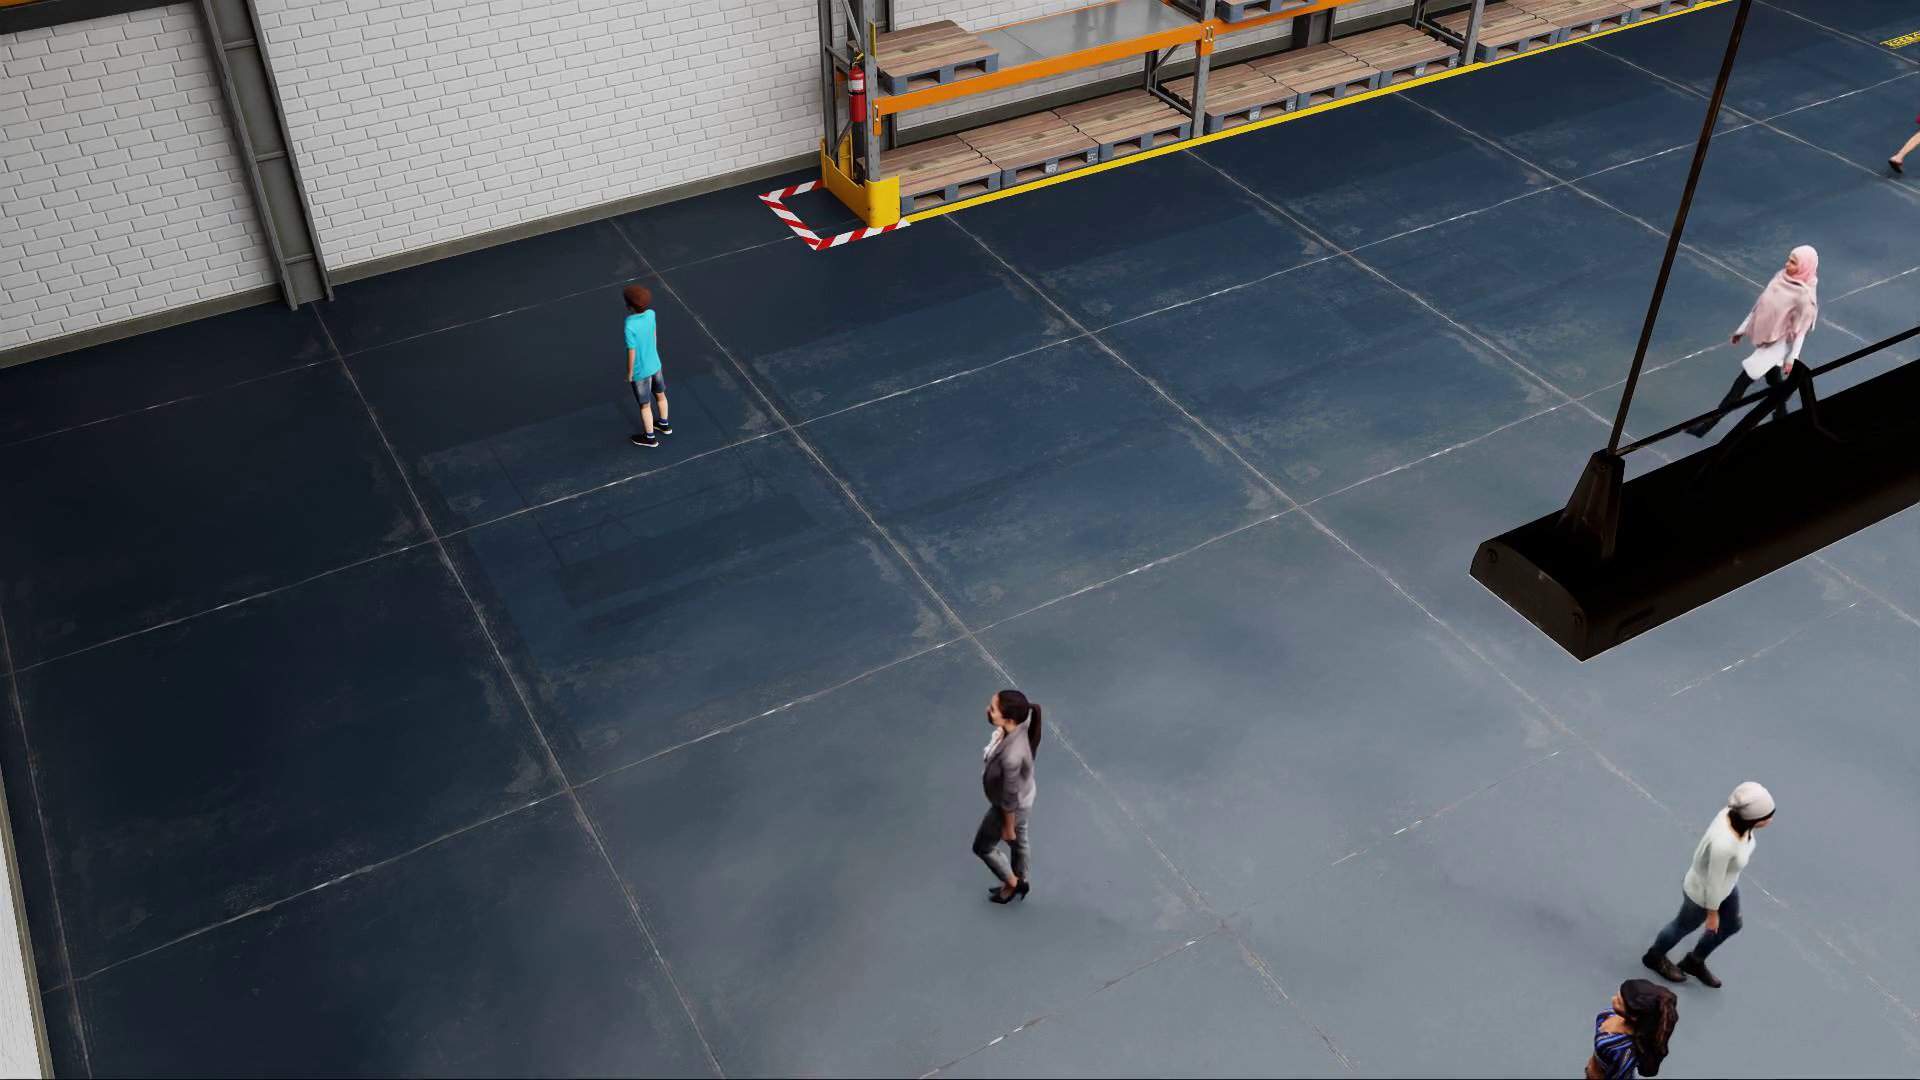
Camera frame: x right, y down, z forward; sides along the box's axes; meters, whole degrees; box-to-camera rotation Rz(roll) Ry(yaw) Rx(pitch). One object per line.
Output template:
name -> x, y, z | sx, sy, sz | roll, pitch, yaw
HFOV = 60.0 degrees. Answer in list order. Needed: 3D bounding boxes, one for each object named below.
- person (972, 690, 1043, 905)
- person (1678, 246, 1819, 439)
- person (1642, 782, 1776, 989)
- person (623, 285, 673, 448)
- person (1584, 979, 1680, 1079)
person -> 0.369, 1.515, 9.536 | 0.789, 1.665, 0.741 | 7, 39, 9
person -> 6.571, -1.532, 13.287 | 1.279, 1.746, 1.035 | 0, 39, 0
person -> 4.035, 1.862, 9.126 | 0.772, 1.634, 0.707 | 25, 45, 28
person -> -2.538, -1.423, 13.388 | 0.660, 1.448, 0.571 | 18, 42, 22
person -> 3.164, 2.667, 8.134 | 0.754, 1.614, 0.676 | 13, 41, 16
